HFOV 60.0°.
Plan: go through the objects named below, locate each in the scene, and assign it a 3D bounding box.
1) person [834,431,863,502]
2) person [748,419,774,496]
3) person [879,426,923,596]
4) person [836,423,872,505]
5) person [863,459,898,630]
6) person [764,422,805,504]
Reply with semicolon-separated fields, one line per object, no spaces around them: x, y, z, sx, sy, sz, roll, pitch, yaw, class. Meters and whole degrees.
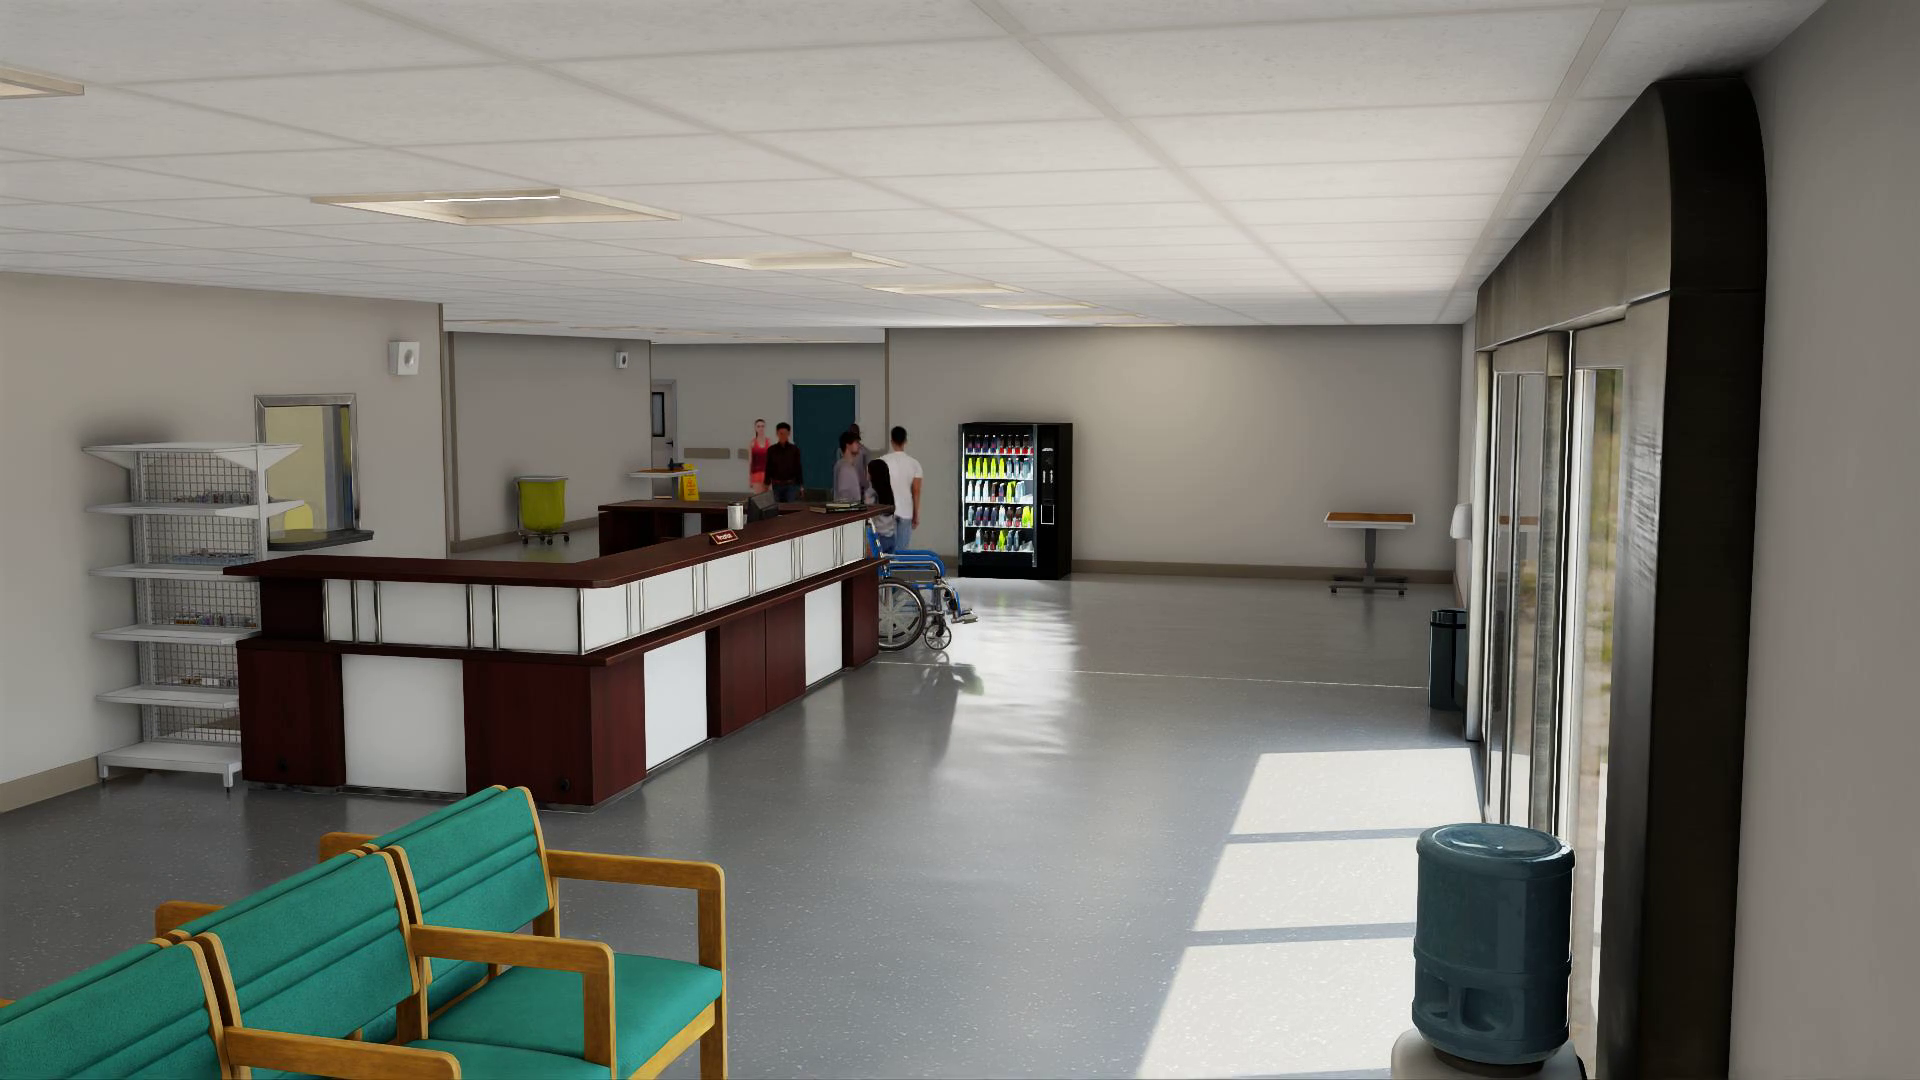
-1.244;-0.207;17.215;0.888;1.833;0.769;0;6;2;person
-2.969;-0.932;24.942;1.050;1.728;0.992;-2;6;-17;person
-0.675;-0.272;17.921;1.200;1.820;1.139;-2;6;-17;person
-1.390;-0.664;22.143;0.686;1.755;0.668;2;6;16;person
-0.688;0.046;15.784;0.661;1.615;0.684;3;7;29;person
-2.376;-0.690;22.428;1.107;1.751;0.946;0;6;-2;person
